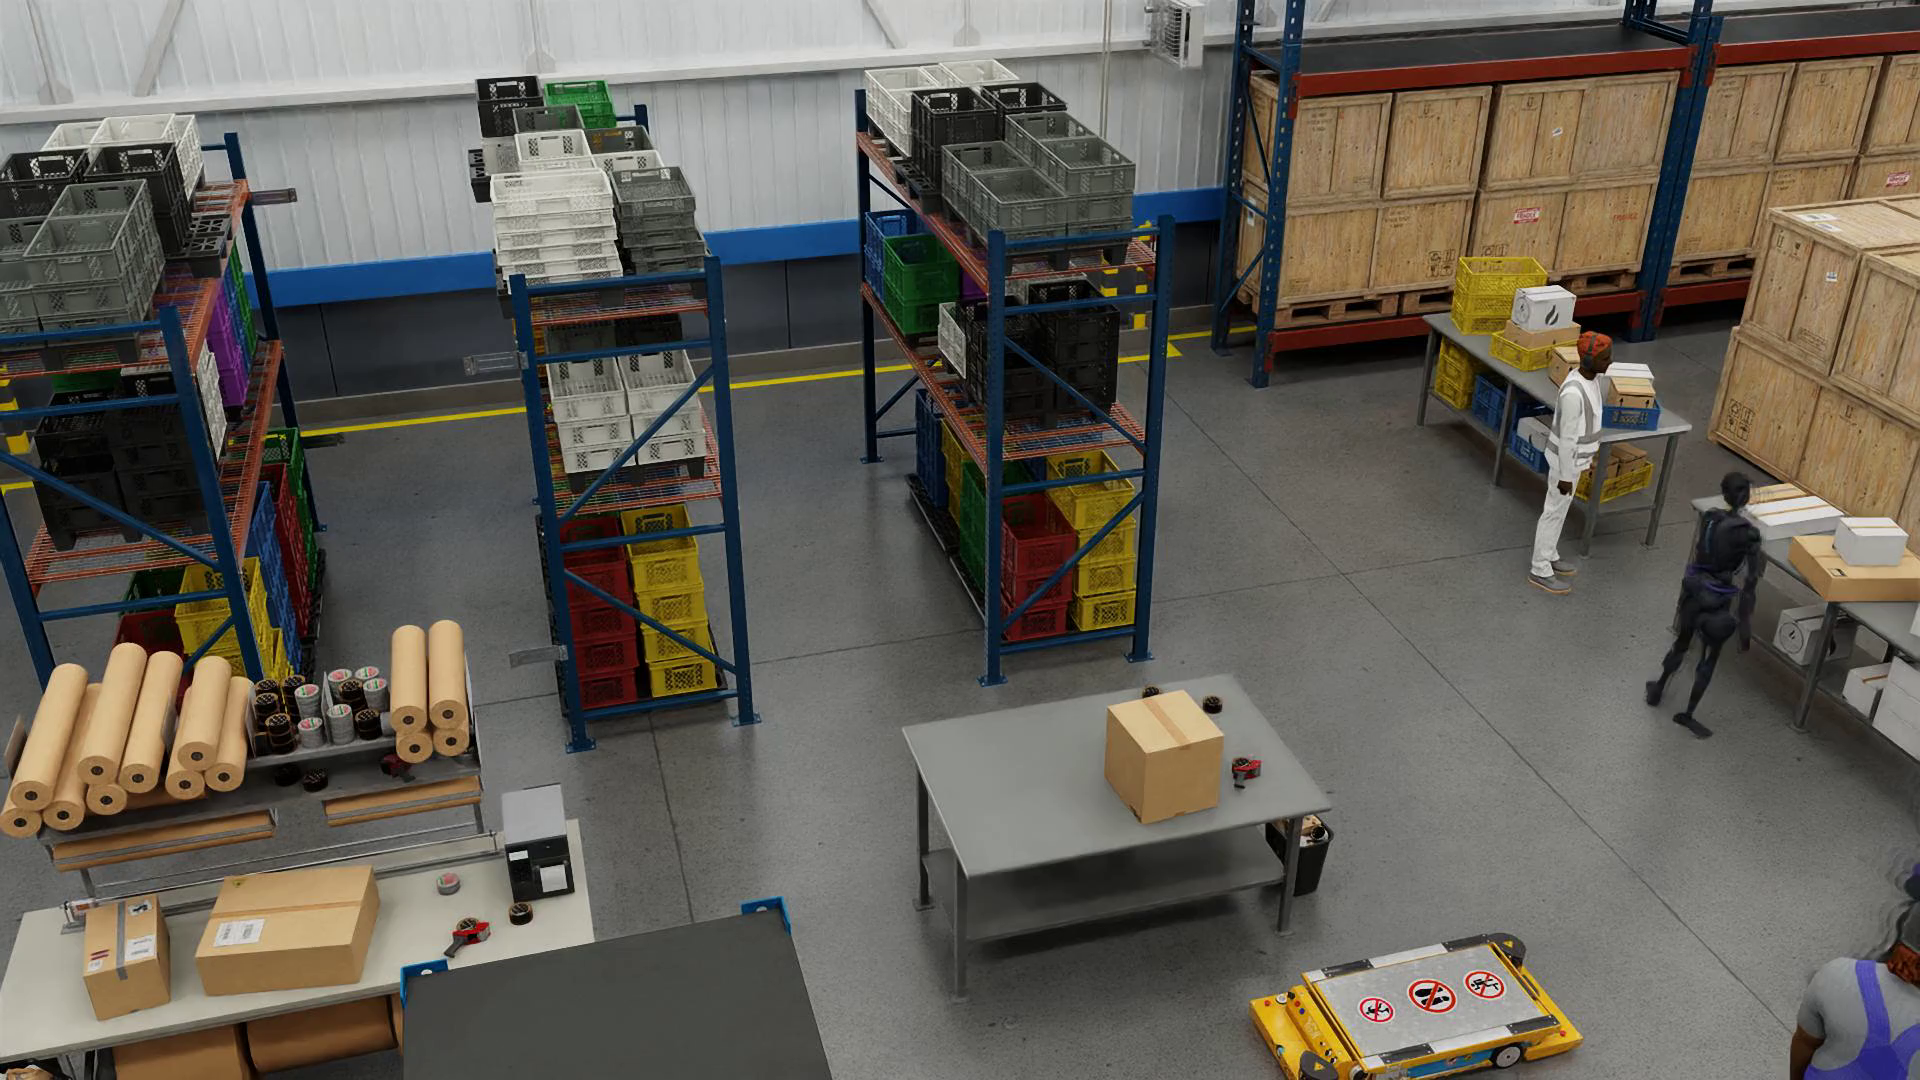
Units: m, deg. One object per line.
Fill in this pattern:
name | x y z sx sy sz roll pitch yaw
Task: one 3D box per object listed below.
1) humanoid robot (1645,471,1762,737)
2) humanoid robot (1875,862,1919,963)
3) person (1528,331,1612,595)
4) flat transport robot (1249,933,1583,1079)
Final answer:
humanoid robot | 4.553 0.385 10.010 0.396 1.630 0.650 -3 29 -6
humanoid robot | 4.564 1.669 7.713 0.608 1.630 0.762 -17 33 -27
person | 4.219 -0.542 11.473 0.356 1.882 0.574 14 32 24
flat transport robot | 2.184 2.282 7.980 1.431 0.197 0.652 -8 30 -14
